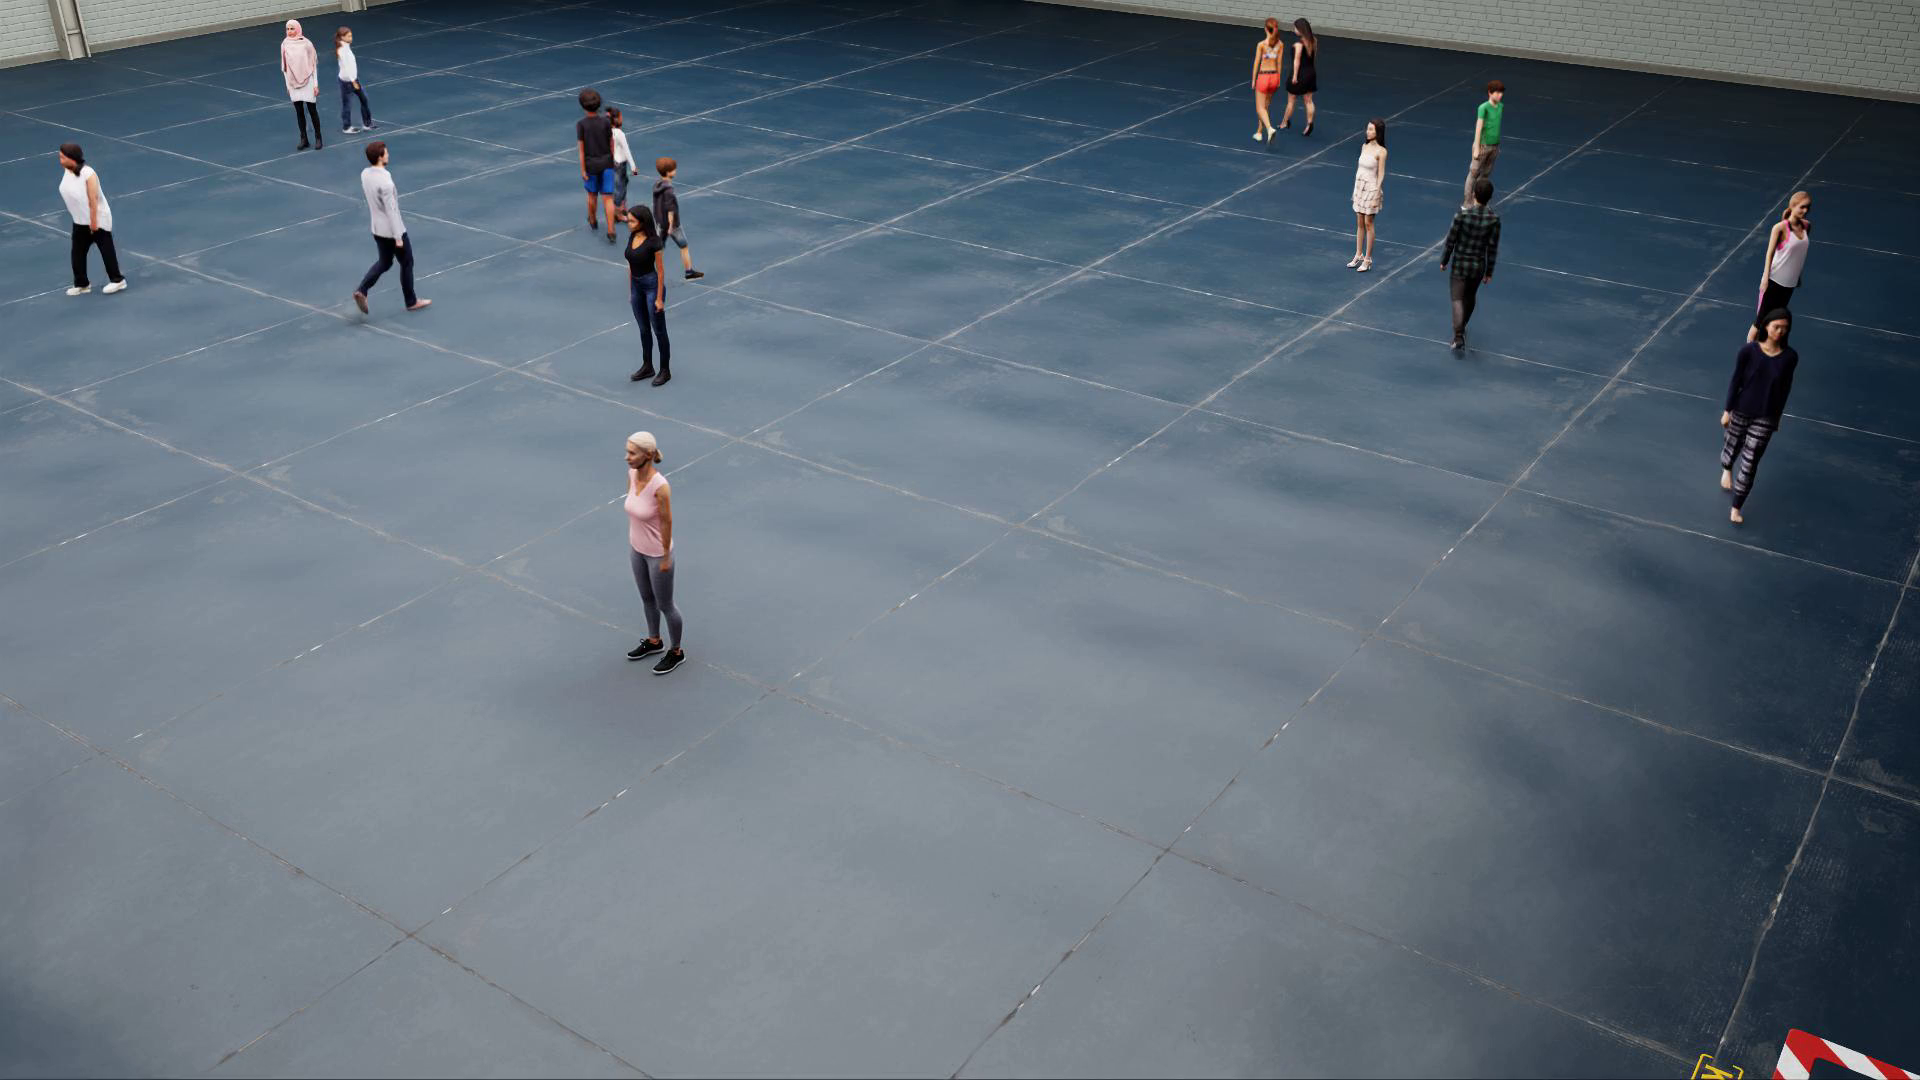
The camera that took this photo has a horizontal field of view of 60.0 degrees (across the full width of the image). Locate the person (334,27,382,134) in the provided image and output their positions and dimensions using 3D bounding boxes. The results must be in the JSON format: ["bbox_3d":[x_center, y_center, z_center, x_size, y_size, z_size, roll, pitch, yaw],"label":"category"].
[{"bbox_3d":[-9.155,-6.808,24.680,0.766,1.535,0.772,3,27,5],"label":"person"}]

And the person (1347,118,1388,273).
[{"bbox_3d":[4.630,-3.907,18.827,0.684,1.735,0.665,-12,29,-22],"label":"person"}]

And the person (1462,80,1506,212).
[{"bbox_3d":[6.632,-4.979,21.001,0.599,1.651,0.727,-16,31,-28],"label":"person"}]

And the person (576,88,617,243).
[{"bbox_3d":[-4.286,-4.415,19.799,1.091,1.749,1.069,-9,29,-16],"label":"person"}]

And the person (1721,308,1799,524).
[{"bbox_3d":[6.328,-1.046,13.296,0.777,1.711,1.074,9,29,17],"label":"person"}]

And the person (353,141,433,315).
[{"bbox_3d":[-6.071,-3.231,17.415,0.741,1.827,1.069,22,35,36],"label":"person"}]

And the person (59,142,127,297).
[{"bbox_3d":[-9.439,-3.517,18.141,0.672,1.670,0.815,17,32,29],"label":"person"}]

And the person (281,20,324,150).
[{"bbox_3d":[-9.436,-6.530,23.846,0.738,1.804,0.776,0,27,-1],"label":"person"}]

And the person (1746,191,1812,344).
[{"bbox_3d":[7.880,-2.484,16.007,0.653,1.786,0.753,-9,29,-18],"label":"person"}]

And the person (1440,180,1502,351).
[{"bbox_3d":[5.070,-2.728,16.610,1.045,1.694,1.179,1,27,1],"label":"person"}]

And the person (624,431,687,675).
[{"bbox_3d":[-2.054,0.059,11.135,0.571,1.726,0.598,-24,36,-38],"label":"person"}]

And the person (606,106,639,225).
[{"bbox_3d":[-4.272,-4.621,20.529,0.649,1.446,0.611,-19,33,-33],"label":"person"}]

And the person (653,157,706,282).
[{"bbox_3d":[-3.292,-3.497,18.379,1.030,1.416,0.741,-19,33,-32],"label":"person"}]

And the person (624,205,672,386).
[{"bbox_3d":[-2.956,-2.339,15.778,0.556,1.739,0.521,17,32,30],"label":"person"}]

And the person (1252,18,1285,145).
[{"bbox_3d":[4.454,-6.575,23.971,1.035,1.770,1.057,-7,28,-13],"label":"person"}]

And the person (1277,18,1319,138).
[{"bbox_3d":[5.110,-6.755,24.425,0.919,1.675,0.897,-21,34,-34],"label":"person"}]
